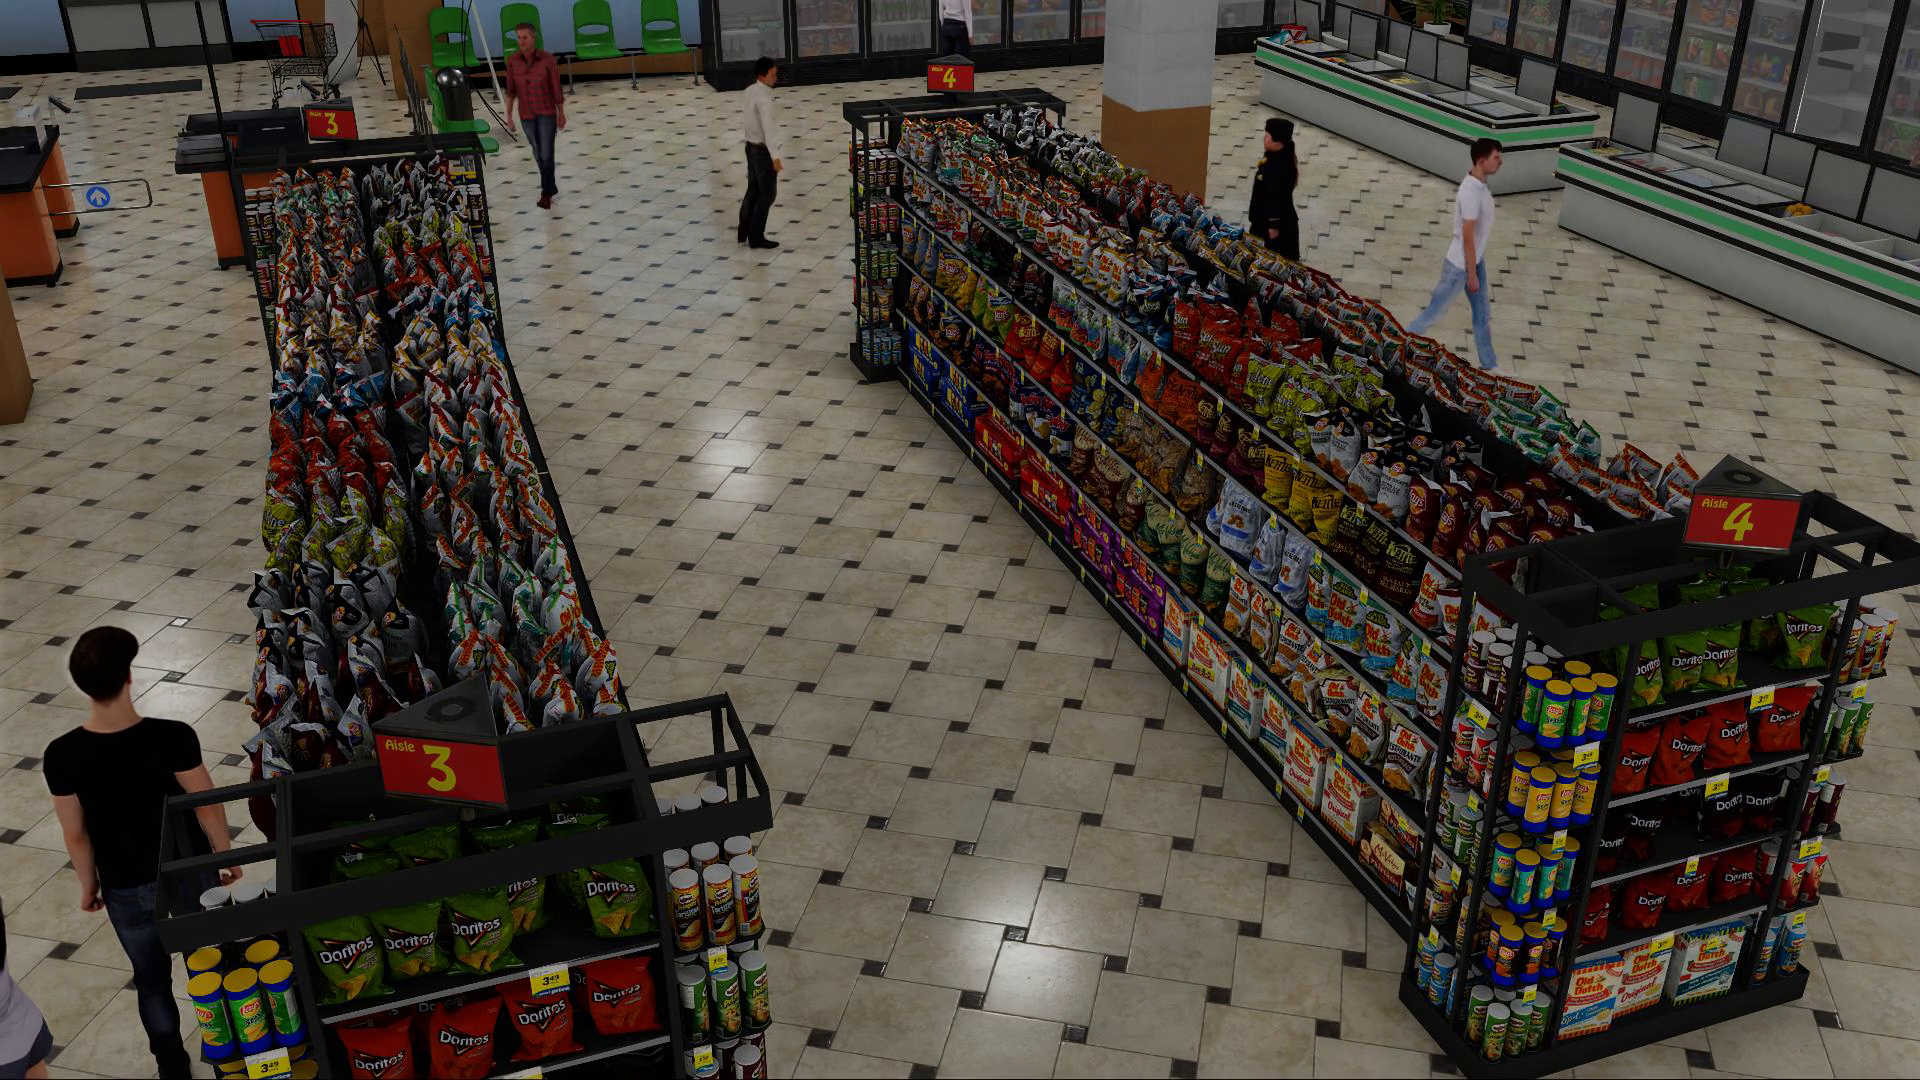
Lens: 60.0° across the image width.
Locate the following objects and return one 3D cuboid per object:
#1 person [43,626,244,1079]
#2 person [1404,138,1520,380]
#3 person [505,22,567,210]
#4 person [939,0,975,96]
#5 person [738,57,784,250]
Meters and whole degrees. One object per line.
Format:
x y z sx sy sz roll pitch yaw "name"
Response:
-2.827 1.169 5.851 0.674 1.896 0.547 -10 28 -18 "person"
3.602 -2.020 12.240 1.249 1.805 1.223 11 29 20 "person"
-4.203 -4.269 16.692 1.050 1.790 1.251 3 27 6 "person"
-0.058 -6.349 20.708 0.697 1.868 0.783 18 32 31 "person"
-1.868 -3.529 15.263 0.937 1.762 0.567 -20 33 -34 "person"
